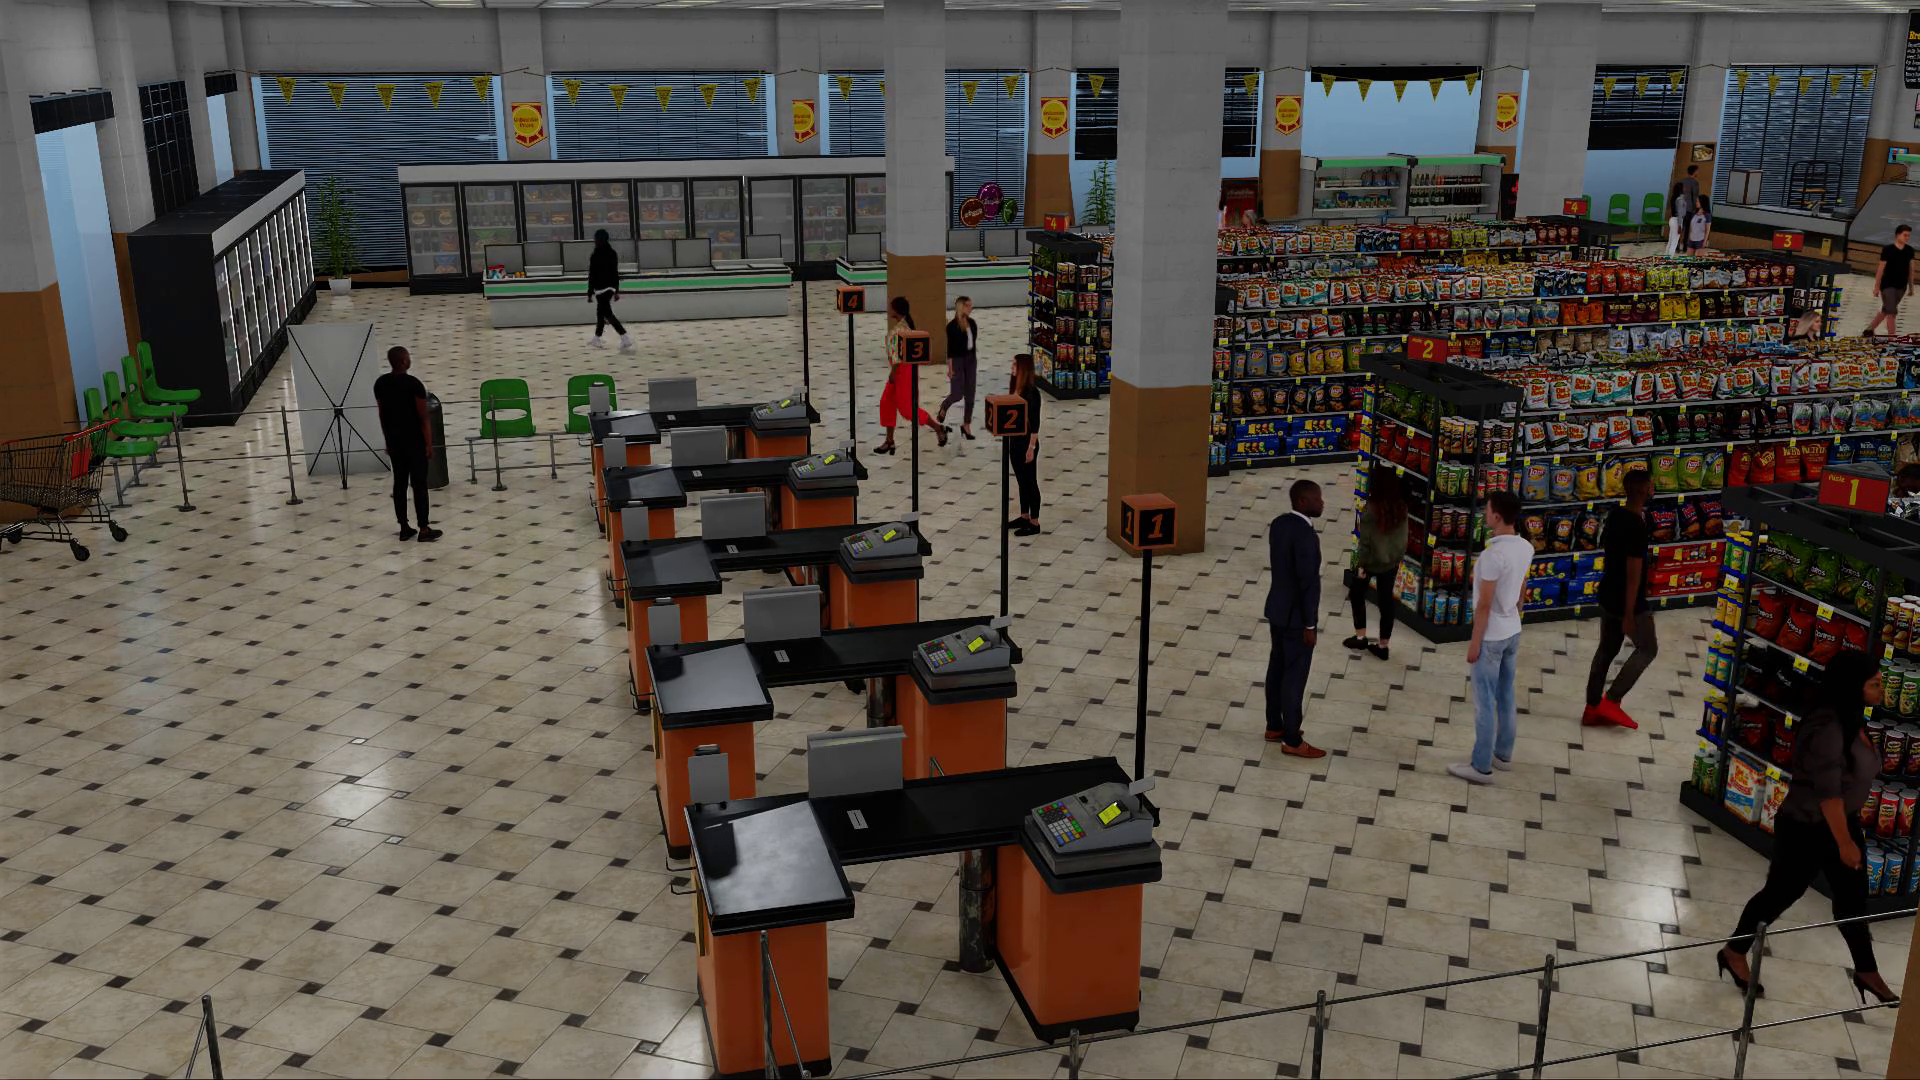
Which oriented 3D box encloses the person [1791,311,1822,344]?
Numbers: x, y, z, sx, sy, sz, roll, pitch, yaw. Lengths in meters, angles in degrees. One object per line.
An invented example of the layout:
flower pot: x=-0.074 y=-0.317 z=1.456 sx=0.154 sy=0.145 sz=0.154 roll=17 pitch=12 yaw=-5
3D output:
person: x=9.109 y=-1.650 z=18.089 sx=0.613 sy=1.687 sz=0.744 roll=-14 pitch=22 yaw=-38

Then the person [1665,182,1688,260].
person: x=14.357 y=-6.301 z=33.343 sx=0.653 sy=1.724 sz=0.673 roll=3 pitch=17 yaw=9

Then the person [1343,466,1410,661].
person: x=3.182 y=0.191 z=12.414 sx=0.544 sy=1.462 sz=0.675 roll=-6 pitch=18 yaw=-18

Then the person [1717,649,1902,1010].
person: x=3.973 y=1.370 z=7.935 sx=1.064 sy=1.808 sz=1.107 roll=16 pitch=23 yaw=41

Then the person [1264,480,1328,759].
person: x=2.163 y=0.491 z=10.804 sx=0.632 sy=1.824 sz=0.704 roll=-3 pitch=17 yaw=-9

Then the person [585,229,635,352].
person: x=-5.172 y=-3.655 z=24.532 sx=1.289 sy=1.779 sz=1.209 roll=9 pitch=19 yaw=27

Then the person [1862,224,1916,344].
person: x=13.886 y=-3.782 z=24.862 sx=1.223 sy=1.831 sz=0.848 roll=-2 pitch=17 yaw=-7

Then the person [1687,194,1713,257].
person: x=13.769 y=-5.581 z=31.002 sx=0.560 sy=1.706 sz=0.616 roll=-7 pitch=18 yaw=-22

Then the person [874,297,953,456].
person: x=-0.545 y=-1.774 z=18.369 sx=1.158 sy=1.763 sz=0.773 roll=-1 pitch=17 yaw=-2

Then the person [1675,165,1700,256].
person: x=15.610 y=-7.095 z=35.705 sx=0.638 sy=1.871 sz=0.727 roll=-8 pitch=19 yaw=-24

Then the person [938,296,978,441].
person: x=-0.027 y=-1.990 z=19.257 sx=0.836 sy=1.658 sz=0.842 roll=-14 pitch=22 yaw=-38

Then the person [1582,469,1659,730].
person: x=4.327 y=0.415 z=11.109 sx=0.696 sy=1.792 sz=0.735 roll=-1 pitch=17 yaw=-2

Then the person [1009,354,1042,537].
person: x=0.616 y=-0.904 z=15.589 sx=0.544 sy=1.711 sz=0.626 roll=-6 pitch=18 yaw=-19

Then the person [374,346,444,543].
person: x=-5.115 y=-0.889 z=15.355 sx=0.698 sy=1.819 sz=0.813 roll=5 pitch=18 yaw=16

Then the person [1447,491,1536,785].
person: x=3.362 y=0.600 z=10.399 sx=0.647 sy=1.851 sz=0.777 roll=-16 pitch=23 yaw=-42
